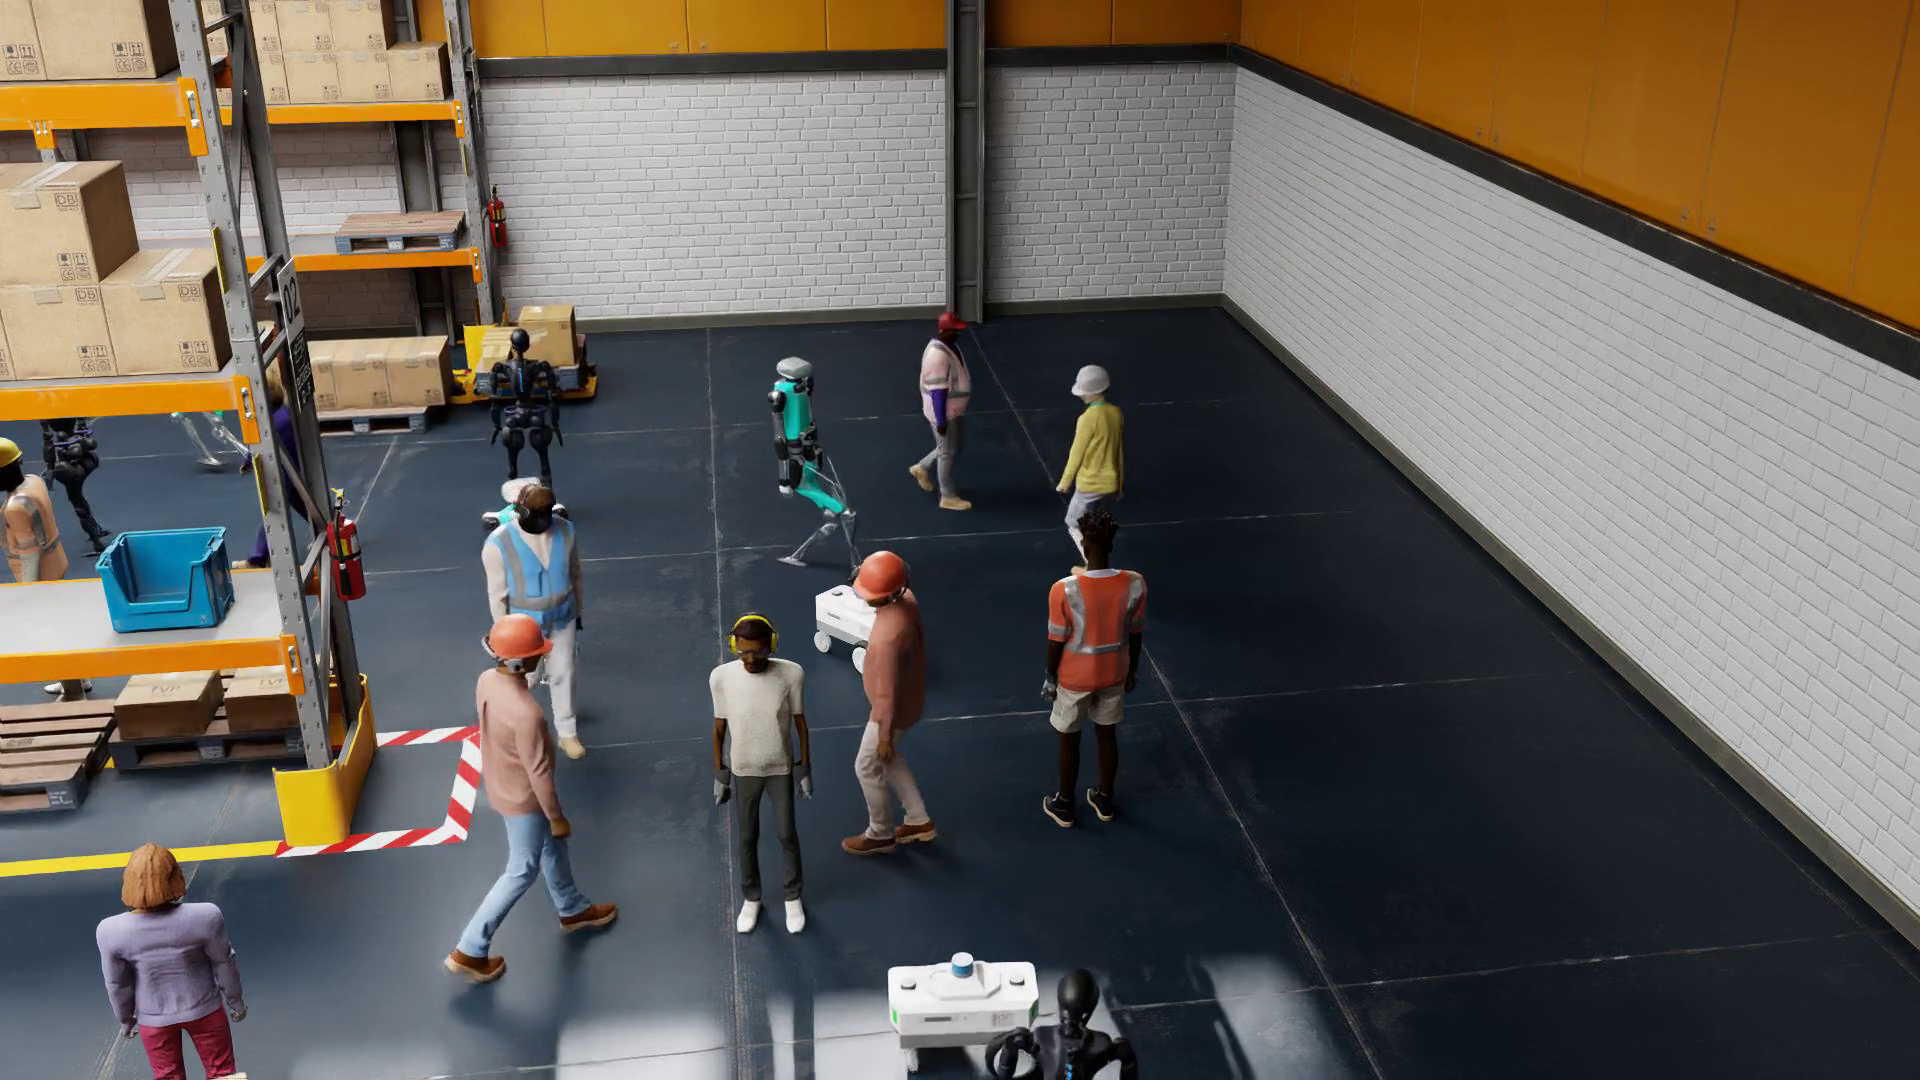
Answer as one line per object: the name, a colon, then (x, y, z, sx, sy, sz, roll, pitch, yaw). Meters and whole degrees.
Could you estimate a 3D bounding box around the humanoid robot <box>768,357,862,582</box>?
humanoid robot: (-1.003, -0.499, 12.757, 1.013, 1.779, 0.531, 11, 26, 23)

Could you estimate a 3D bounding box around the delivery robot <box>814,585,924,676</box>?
delivery robot: (-0.661, 0.608, 11.680, 0.811, 0.613, 0.499, 20, 30, 37)

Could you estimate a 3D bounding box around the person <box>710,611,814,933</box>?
person: (-1.026, 1.213, 8.663, 0.518, 1.858, 0.341, -1, 24, -3)

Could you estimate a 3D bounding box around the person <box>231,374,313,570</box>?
person: (-5.377, -0.553, 13.045, 0.892, 1.555, 0.445, -19, 30, -36)

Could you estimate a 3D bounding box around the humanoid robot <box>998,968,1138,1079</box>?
humanoid robot: (0.370, 2.326, 6.387, 0.598, 1.637, 0.611, 1, 24, 3)

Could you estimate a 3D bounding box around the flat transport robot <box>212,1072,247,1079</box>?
flat transport robot: (-2.692, 3.009, 6.542, 1.431, 0.231, 0.659, 12, 26, 26)

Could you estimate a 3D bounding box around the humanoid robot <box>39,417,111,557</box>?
humanoid robot: (-7.024, -0.652, 13.129, 0.352, 1.648, 0.612, 1, 24, 3)

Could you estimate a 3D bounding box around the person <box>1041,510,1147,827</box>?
person: (0.763, 0.754, 9.595, 0.610, 1.951, 0.388, -9, 25, -20)

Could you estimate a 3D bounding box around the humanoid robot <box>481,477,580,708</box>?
humanoid robot: (-2.758, 0.299, 10.898, 0.556, 1.766, 0.973, -5, 24, -11)

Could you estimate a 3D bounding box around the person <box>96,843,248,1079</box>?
person: (-3.324, 2.014, 7.106, 0.507, 1.632, 0.265, -7, 25, -16)

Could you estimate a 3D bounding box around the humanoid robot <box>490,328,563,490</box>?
humanoid robot: (-3.614, -0.943, 13.823, 0.590, 1.658, 0.351, -5, 24, -10)

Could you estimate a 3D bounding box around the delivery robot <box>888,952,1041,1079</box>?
delivery robot: (0.046, 2.243, 7.952, 0.783, 0.612, 0.523, -1, 24, -3)

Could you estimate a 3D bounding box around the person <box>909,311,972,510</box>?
person: (-0.158, -1.093, 14.064, 0.511, 1.741, 0.624, 6, 24, 13)

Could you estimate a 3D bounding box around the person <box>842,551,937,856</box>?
person: (-0.424, 0.911, 9.220, 0.483, 1.940, 0.657, 4, 24, 9)

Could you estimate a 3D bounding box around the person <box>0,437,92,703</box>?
person: (-6.020, 0.229, 10.826, 0.378, 1.917, 0.584, -7, 25, -15)

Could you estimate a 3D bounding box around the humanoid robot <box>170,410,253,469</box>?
humanoid robot: (-6.685, -1.394, 14.754, 0.922, 1.766, 0.540, 6, 24, 14)

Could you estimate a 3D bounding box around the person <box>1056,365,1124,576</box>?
person: (1.016, -0.431, 12.405, 0.609, 1.851, 0.498, 20, 30, 37)

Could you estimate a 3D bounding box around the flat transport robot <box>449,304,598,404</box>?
flat transport robot: (-4.469, -1.613, 17.071, 1.431, 0.231, 0.659, -3, 24, -7)

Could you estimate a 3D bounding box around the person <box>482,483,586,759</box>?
person: (-2.645, 0.474, 10.385, 0.637, 1.824, 0.629, -17, 29, -34)

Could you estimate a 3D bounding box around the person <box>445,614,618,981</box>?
person: (-2.265, 1.282, 8.381, 0.939, 1.958, 0.623, -14, 27, -29)
